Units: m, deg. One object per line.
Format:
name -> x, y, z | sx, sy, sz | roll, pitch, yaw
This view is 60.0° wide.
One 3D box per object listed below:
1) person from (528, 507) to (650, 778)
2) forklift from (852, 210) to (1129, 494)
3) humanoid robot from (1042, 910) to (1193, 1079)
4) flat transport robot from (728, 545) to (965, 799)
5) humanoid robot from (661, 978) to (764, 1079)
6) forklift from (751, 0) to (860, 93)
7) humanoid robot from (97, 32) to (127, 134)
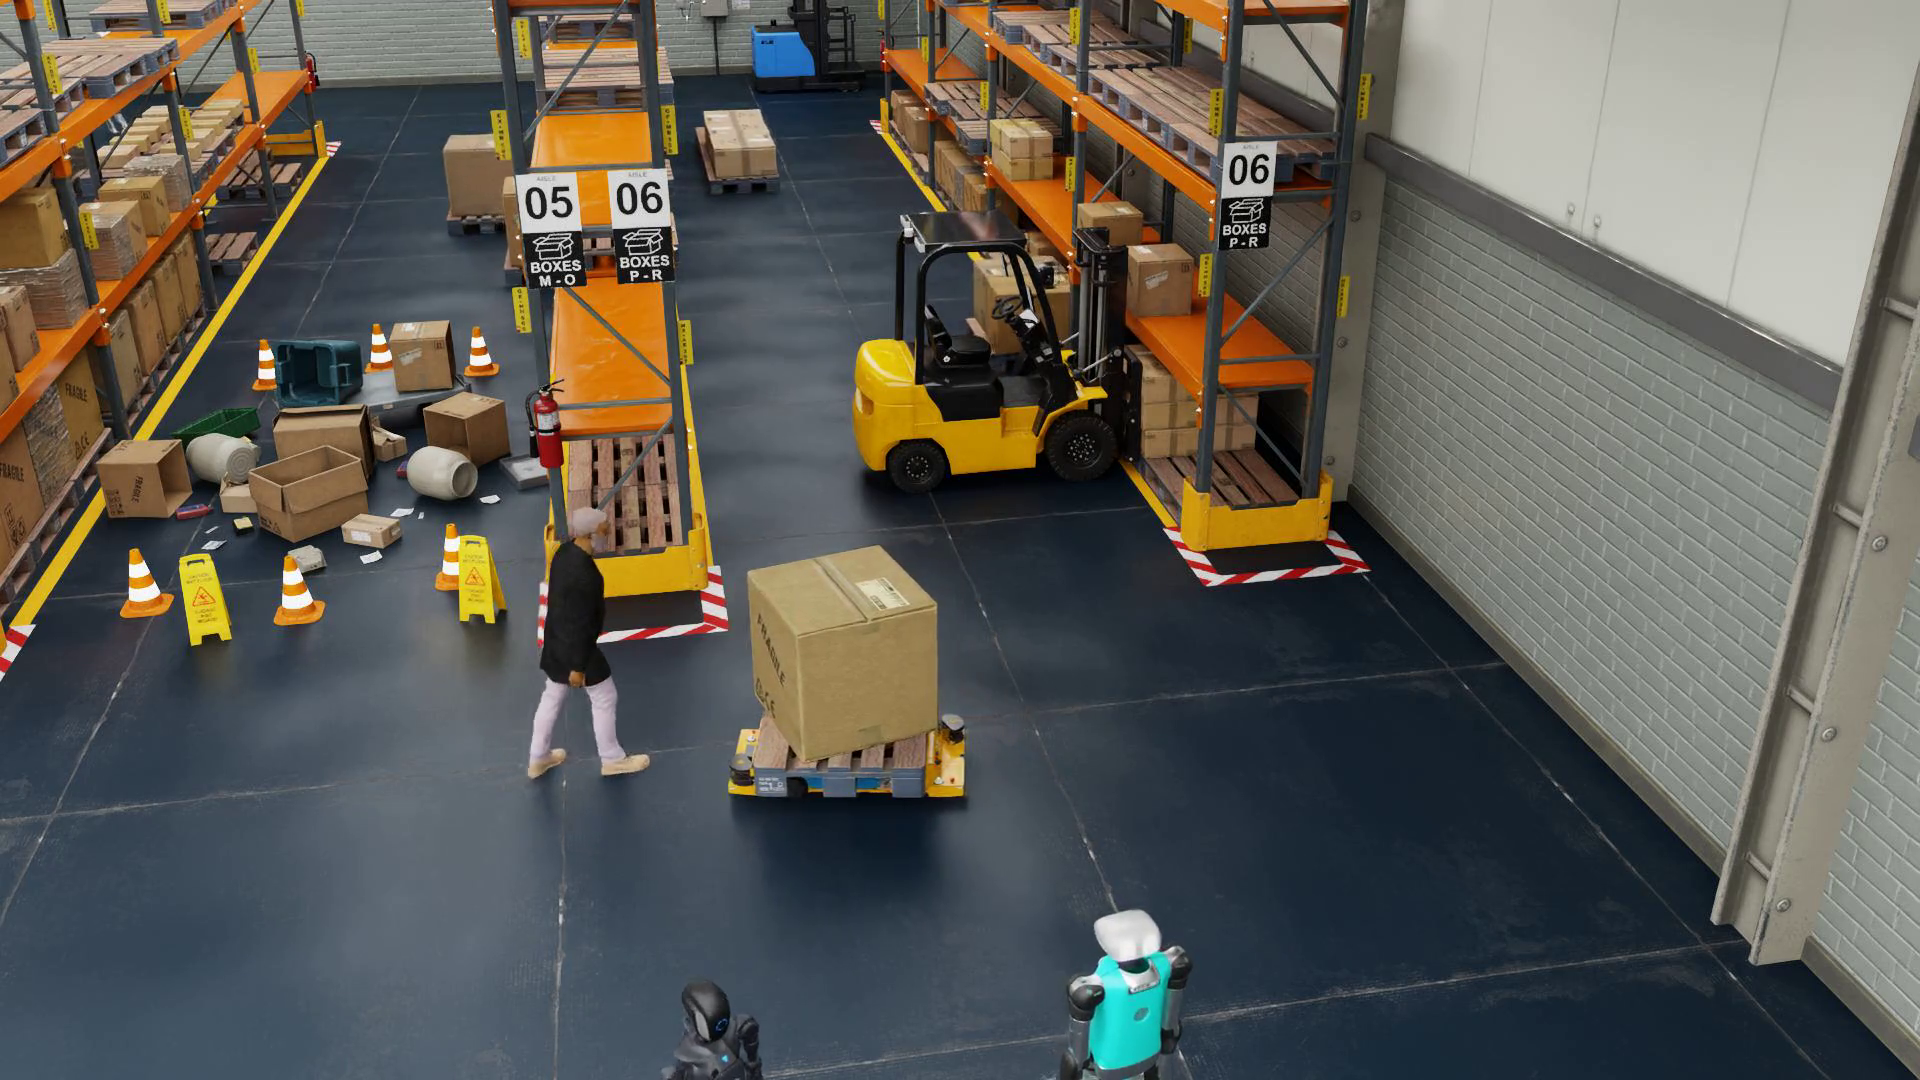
person -> -2.346, 0.649, 10.022 | 0.723, 1.805, 0.550 | -12, 28, -24
forklift -> 0.216, -1.659, 14.366 | 2.313, 2.155, 1.214 | -5, 26, -10
humanoid robot -> 0.554, 2.173, 6.852 | 0.539, 1.755, 0.663 | -12, 28, -24
flat transport robot -> -0.688, 1.339, 10.341 | 1.431, 0.231, 0.659 | 0, 26, 1
humanoid robot -> -1.027, 2.375, 6.588 | 0.678, 1.641, 0.616 | 19, 31, 34
forklift -> -2.872, -9.679, 30.288 | 1.873, 2.768, 1.129 | -5, 26, -10
humanoid robot -> -13.581, -7.276, 26.595 | 0.563, 1.729, 1.033 | -22, 33, -38
